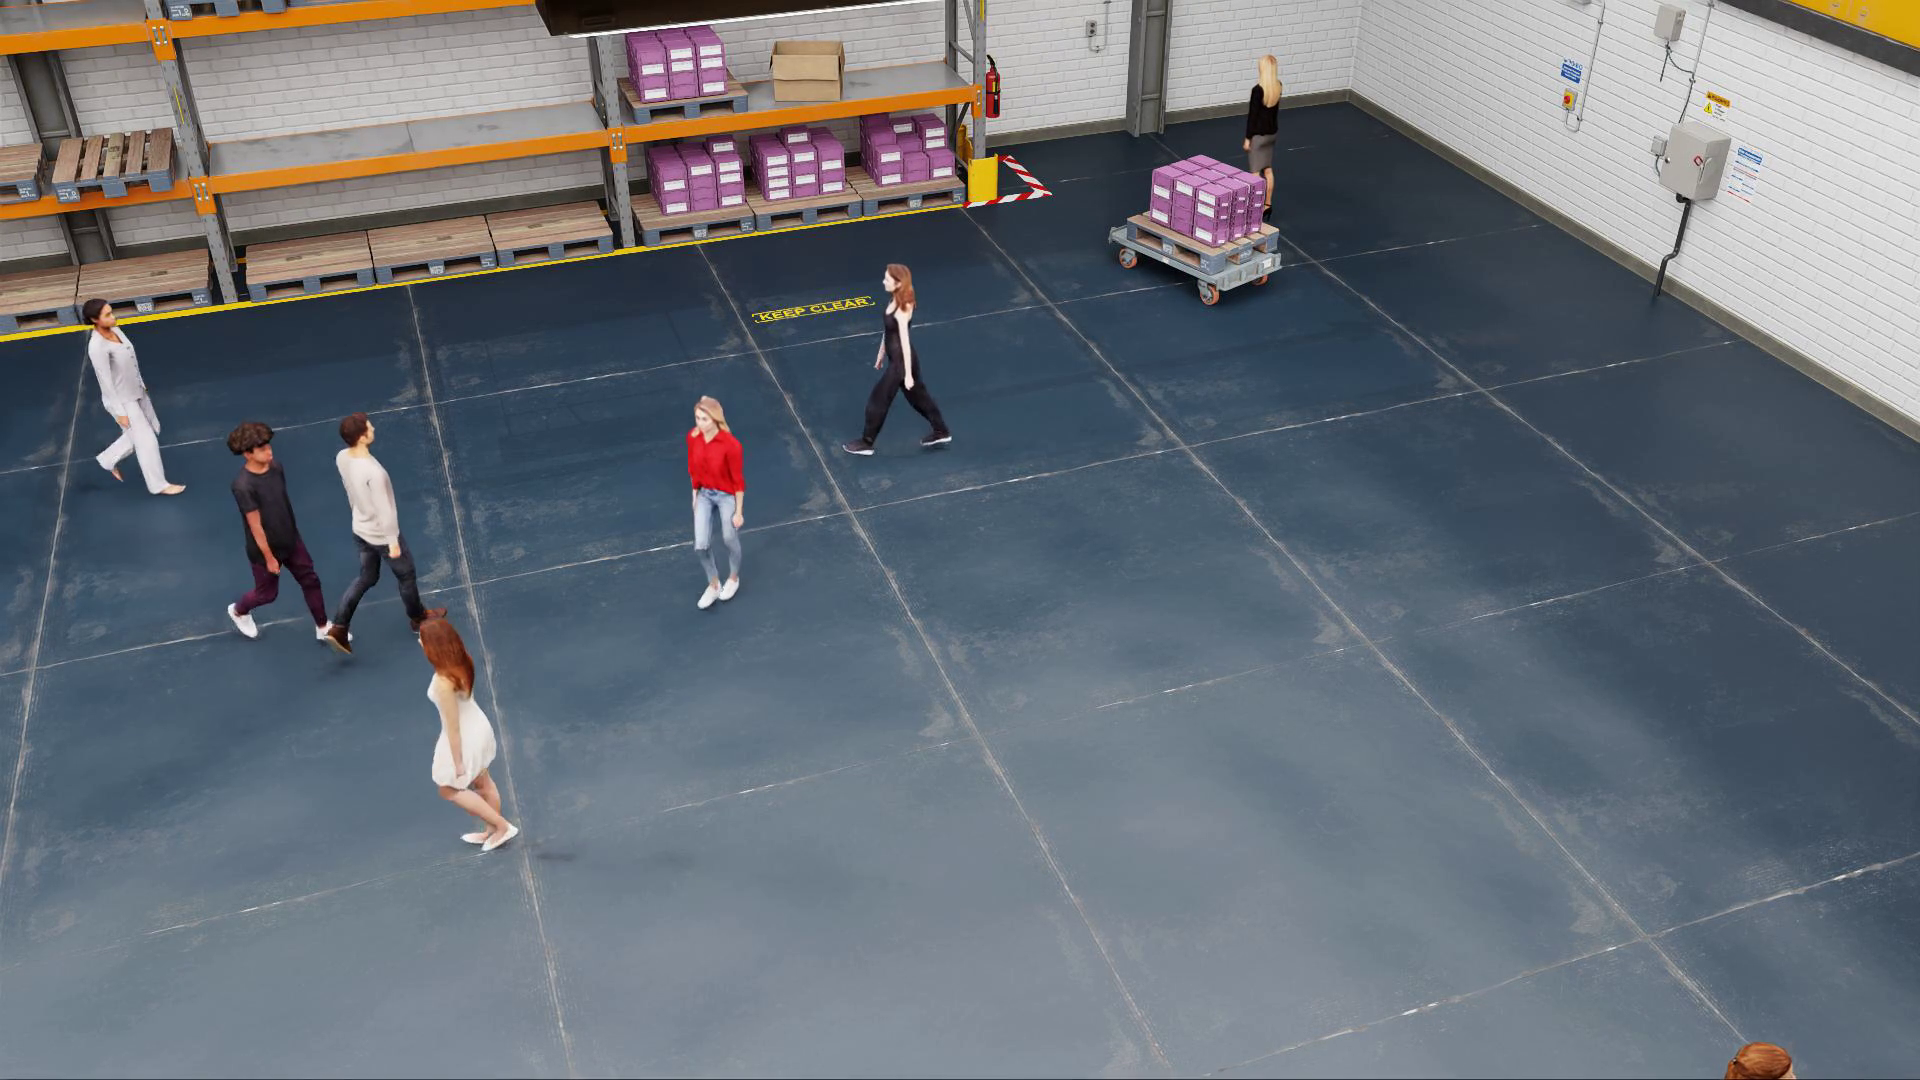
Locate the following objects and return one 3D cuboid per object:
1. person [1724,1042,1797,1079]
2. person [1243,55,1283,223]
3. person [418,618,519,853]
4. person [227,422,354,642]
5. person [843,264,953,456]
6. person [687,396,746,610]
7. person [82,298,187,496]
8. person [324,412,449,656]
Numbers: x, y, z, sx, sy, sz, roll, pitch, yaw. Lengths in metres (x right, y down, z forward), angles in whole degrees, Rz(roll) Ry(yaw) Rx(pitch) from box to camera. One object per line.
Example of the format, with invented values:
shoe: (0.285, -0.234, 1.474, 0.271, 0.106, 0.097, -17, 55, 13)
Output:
person: (3.407, 2.801, 7.379, 0.691, 1.625, 0.666, 2, 34, 3)
person: (3.246, -4.284, 17.846, 0.610, 1.838, 0.735, -27, 42, -34)
person: (-2.823, 1.169, 9.766, 0.785, 1.701, 0.719, 4, 34, 6)
person: (-4.816, -0.010, 11.491, 1.166, 1.755, 1.040, 11, 35, 15)
person: (-0.396, -1.463, 13.730, 1.194, 1.697, 0.734, -6, 34, -9)
person: (-1.704, -0.325, 12.019, 0.782, 1.695, 0.847, 12, 35, 17)
person: (-6.694, -1.121, 13.198, 0.969, 1.716, 0.775, -3, 34, -5)
person: (-4.079, -0.007, 11.408, 1.043, 1.842, 1.239, 24, 40, 31)
